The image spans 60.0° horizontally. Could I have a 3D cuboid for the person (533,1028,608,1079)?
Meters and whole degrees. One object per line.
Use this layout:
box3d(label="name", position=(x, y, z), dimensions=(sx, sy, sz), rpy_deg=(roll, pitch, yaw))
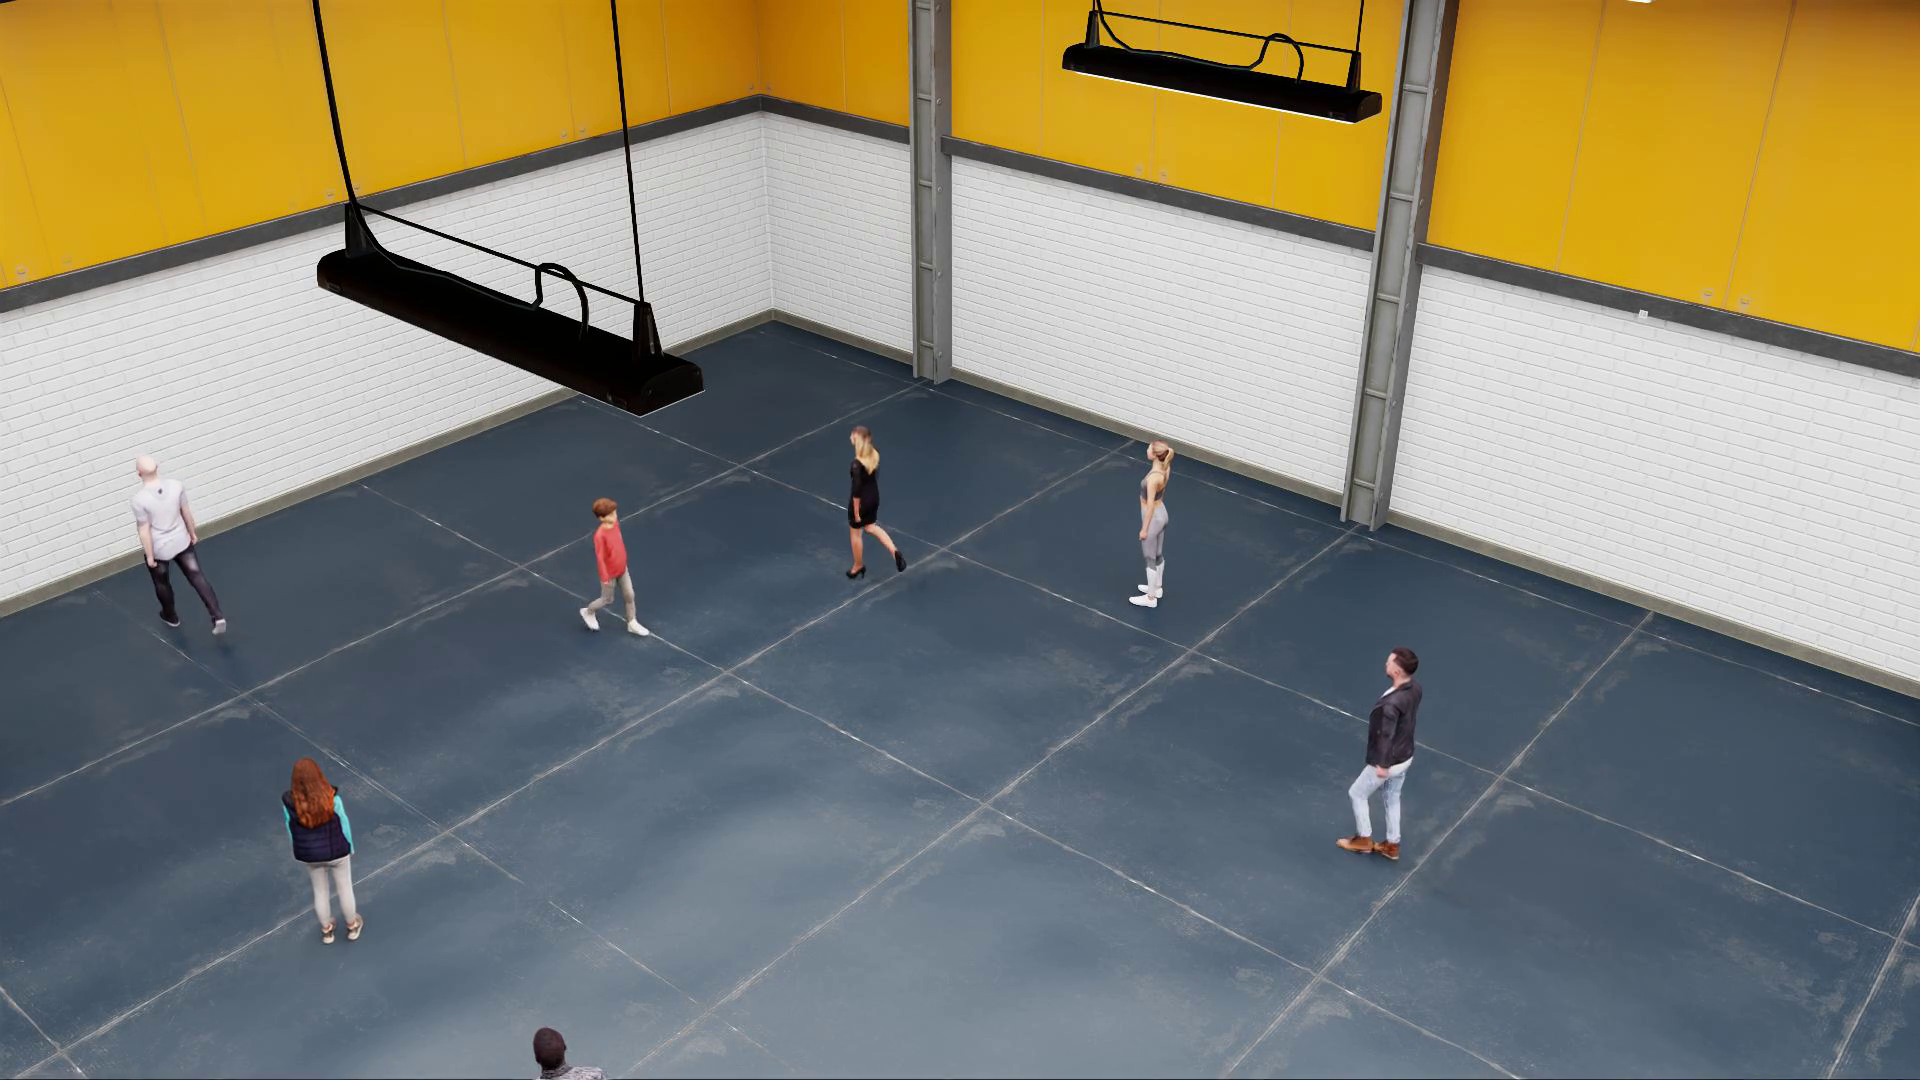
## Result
box3d(label="person", position=(-2.075, 3.400, 9.003), dimensions=(0.819, 1.829, 0.791), rpy_deg=(-13, 31, -23))

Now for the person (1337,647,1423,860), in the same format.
box3d(label="person", position=(3.243, 1.631, 12.254), dimensions=(0.656, 1.821, 0.669), rpy_deg=(23, 36, 35))

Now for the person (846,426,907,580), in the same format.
box3d(label="person", position=(-0.846, -0.321, 16.001), dimensions=(0.922, 1.660, 0.654), rpy_deg=(15, 32, 26))

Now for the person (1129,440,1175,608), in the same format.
box3d(label="person", position=(1.832, -0.170, 15.678), dimensions=(0.615, 1.703, 0.624), rpy_deg=(13, 31, 23))

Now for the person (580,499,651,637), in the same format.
box3d(label="person", position=(-3.244, 0.250, 15.230), dimensions=(0.948, 1.396, 0.686), rpy_deg=(12, 31, 21))

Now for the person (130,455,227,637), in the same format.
box3d(label="person", position=(-7.130, 0.085, 15.107), dimensions=(1.172, 1.803, 0.664), rpy_deg=(23, 36, 35))

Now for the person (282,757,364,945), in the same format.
box3d(label="person", position=(-4.440, 2.165, 11.610), dimensions=(0.675, 1.500, 0.734), rpy_deg=(-3, 29, -5))
